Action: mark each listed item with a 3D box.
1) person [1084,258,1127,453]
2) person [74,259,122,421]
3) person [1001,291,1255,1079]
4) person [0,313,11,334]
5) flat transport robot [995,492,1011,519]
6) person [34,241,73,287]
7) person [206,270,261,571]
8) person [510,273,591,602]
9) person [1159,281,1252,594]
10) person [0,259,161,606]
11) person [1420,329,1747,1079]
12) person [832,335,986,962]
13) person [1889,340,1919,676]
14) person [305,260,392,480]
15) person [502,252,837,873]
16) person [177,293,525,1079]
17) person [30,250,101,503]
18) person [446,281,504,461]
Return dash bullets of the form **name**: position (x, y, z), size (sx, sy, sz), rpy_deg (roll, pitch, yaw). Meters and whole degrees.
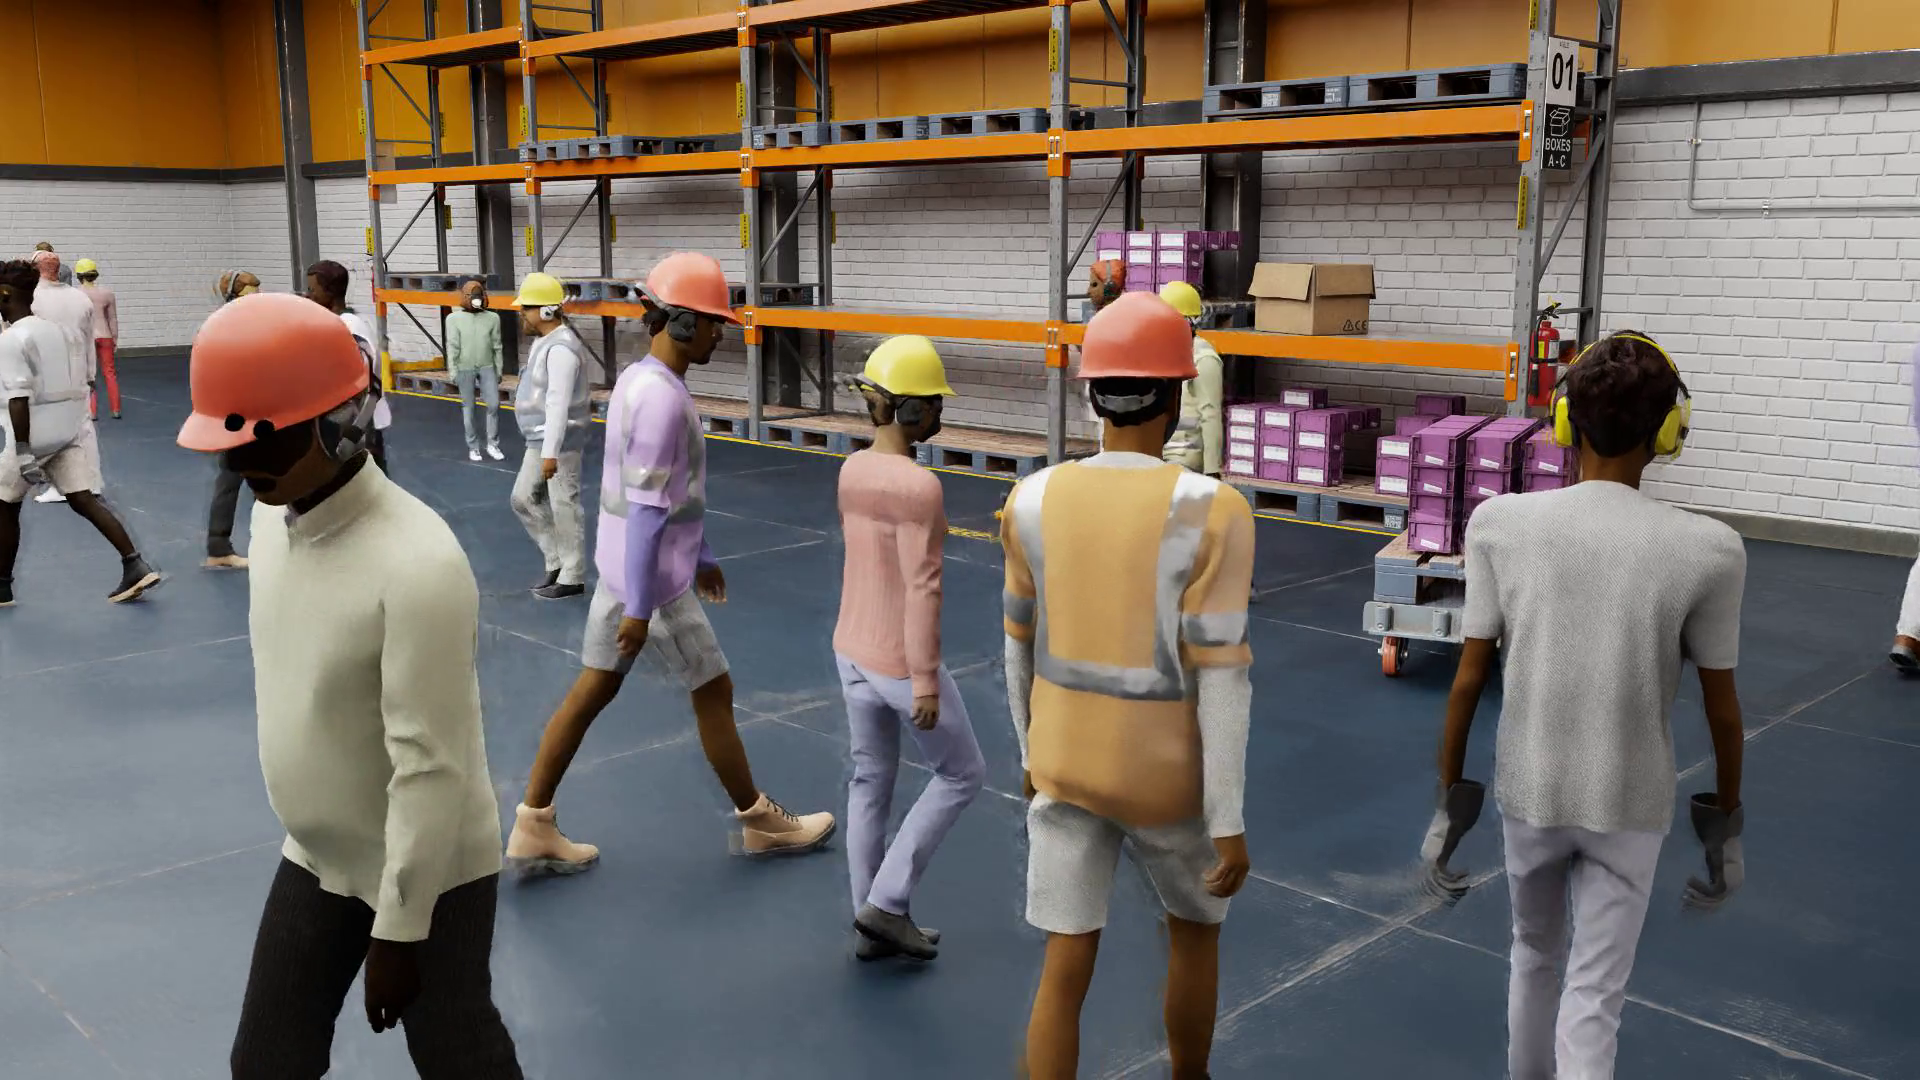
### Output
- **person**: position (0.912, -0.733, 9.966), size (0.337, 1.883, 0.584), rpy_deg (1, 10, 4)
- **person**: position (-9.504, -2.182, 18.229), size (0.323, 1.771, 0.538), rpy_deg (9, 14, 39)
- **person**: position (0.378, 0.452, 3.450), size (0.591, 1.902, 0.827), rpy_deg (6, 12, 30)
- **person**: position (-8.604, -1.568, 15.192), size (0.308, 1.641, 0.516), rpy_deg (5, 11, 24)
- **flat transport robot**: position (0.987, -0.192, 11.419), size (1.431, 0.197, 0.652), rpy_deg (10, 14, 42)
- **person**: position (-12.793, -3.205, 23.384), size (0.643, 1.940, 0.519), rpy_deg (-7, 13, -34)
- **person**: position (-4.230, -0.704, 10.001), size (0.779, 1.807, 0.494), rpy_deg (-2, 11, -10)
- **person**: position (-2.260, -0.549, 9.137), size (0.459, 1.815, 0.624), rpy_deg (-5, 11, -24)
- **person**: position (1.190, -0.482, 8.880), size (0.946, 1.783, 0.600), rpy_deg (-3, 11, -15)
- **person**: position (-4.948, -0.568, 9.049), size (1.045, 1.910, 0.592), rpy_deg (1, 10, 4)
- **person**: position (1.261, 0.514, 3.305), size (0.561, 1.827, 0.873), rpy_deg (6, 12, 30)
- **person**: position (-0.152, 0.318, 4.573), size (0.371, 1.750, 0.549), rpy_deg (-6, 12, -30)
- **person**: position (4.575, -0.284, 7.478), size (0.648, 1.905, 0.631), rpy_deg (-9, 14, -42)
- **person**: position (-3.548, -0.626, 9.397), size (0.941, 1.873, 0.621), rpy_deg (-3, 11, -18)
- **person**: position (-0.977, 0.100, 5.230), size (1.082, 1.979, 0.633), rpy_deg (-4, 11, -20)
- **person**: position (-1.093, 0.565, 2.785), size (0.678, 1.925, 0.964), rpy_deg (9, 14, 40)
- **person**: position (-6.886, -1.237, 12.659), size (0.403, 1.906, 0.652), rpy_deg (4, 11, 21)
- **person**: position (-4.322, -1.498, 14.886), size (0.503, 1.619, 0.491), rpy_deg (-5, 12, -26)
